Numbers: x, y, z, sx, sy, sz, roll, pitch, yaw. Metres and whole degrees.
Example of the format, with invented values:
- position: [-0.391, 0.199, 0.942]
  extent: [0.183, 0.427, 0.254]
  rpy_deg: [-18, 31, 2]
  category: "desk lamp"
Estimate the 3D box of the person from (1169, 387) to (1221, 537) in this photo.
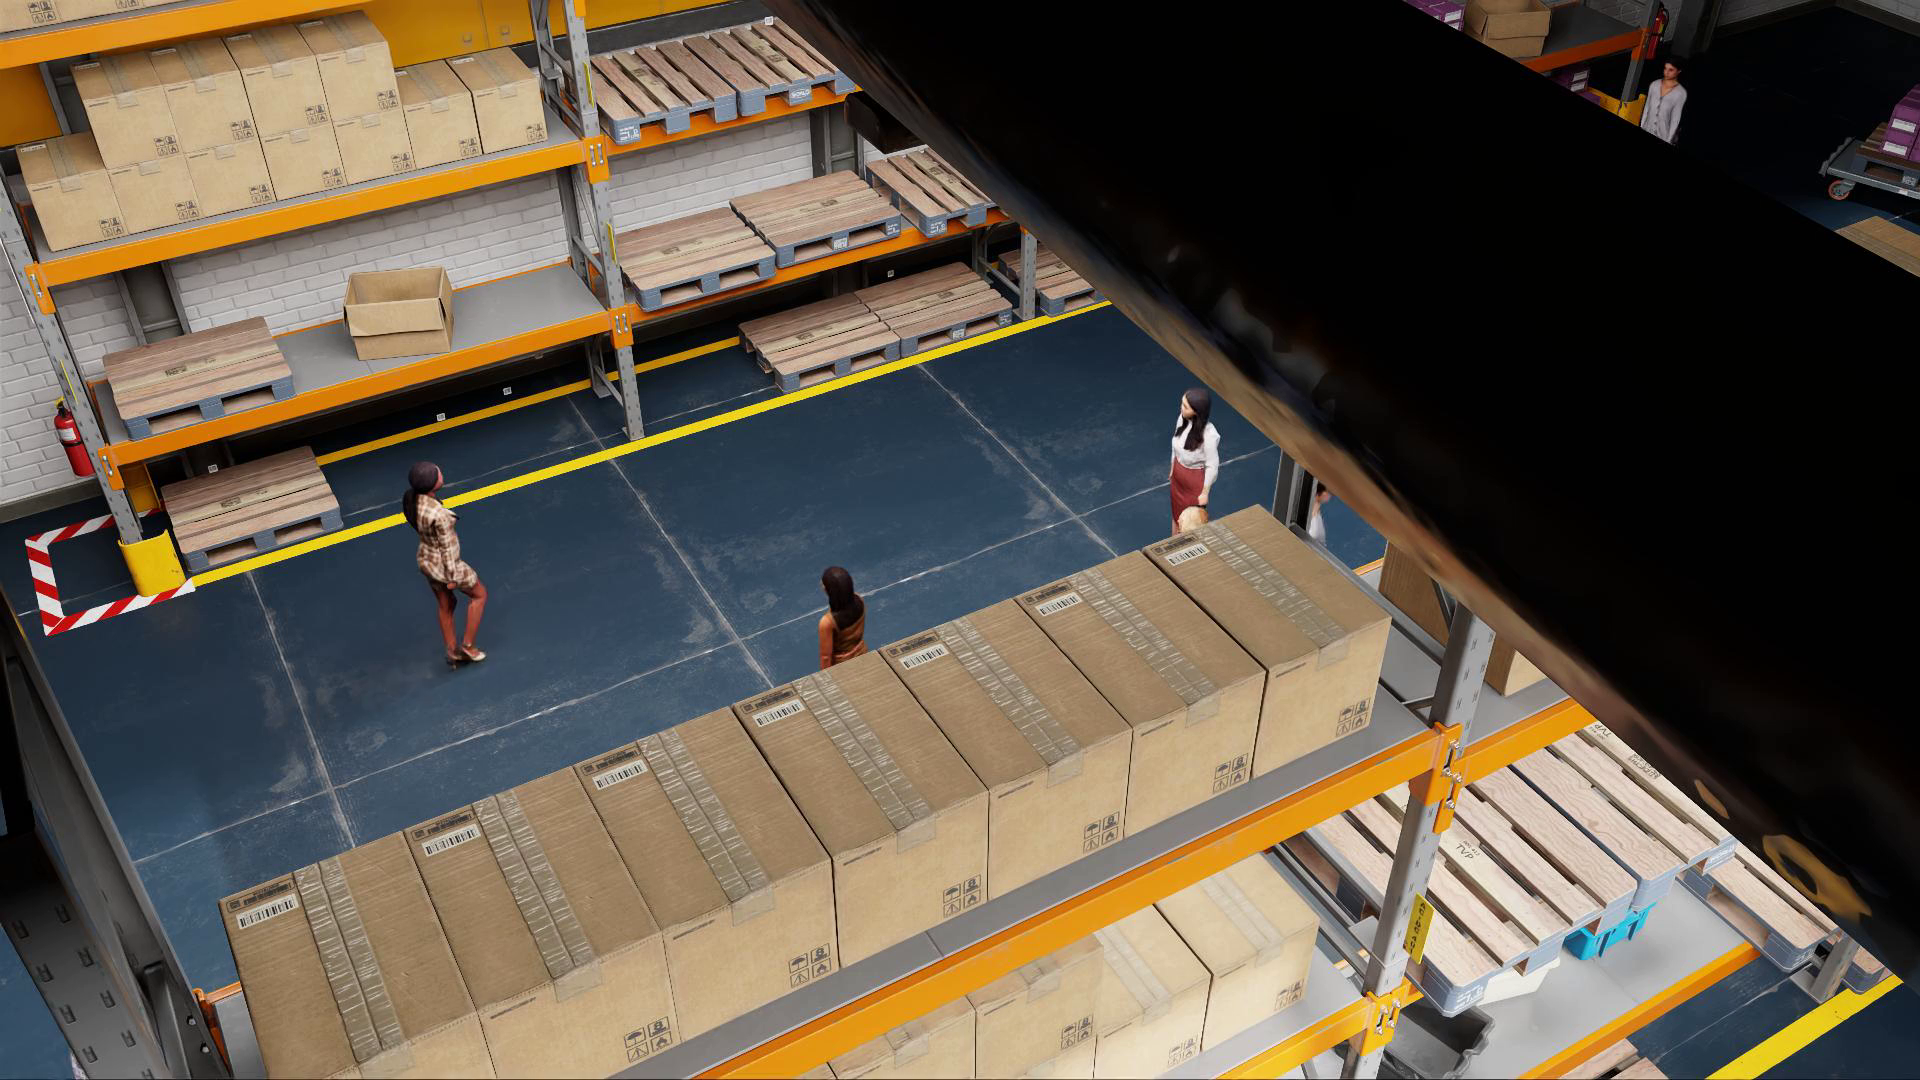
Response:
- position: [1.720, -0.404, 12.445]
  extent: [0.493, 1.750, 0.587]
  rpy_deg: [-20, 43, -24]
  category: "person"

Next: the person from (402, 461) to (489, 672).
- position: [-3.681, 0.234, 11.620]
  extent: [0.670, 1.783, 0.712]
  rpy_deg: [27, 46, 30]
  category: "person"

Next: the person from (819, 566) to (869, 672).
- position: [-0.748, 0.850, 10.927]
  extent: [0.694, 1.686, 0.584]
  rpy_deg: [23, 44, 26]
  category: "person"

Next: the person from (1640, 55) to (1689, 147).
- position: [7.237, -4.156, 17.152]
  extent: [0.768, 1.741, 1.054]
  rpy_deg: [31, 48, 33]
  category: "person"
